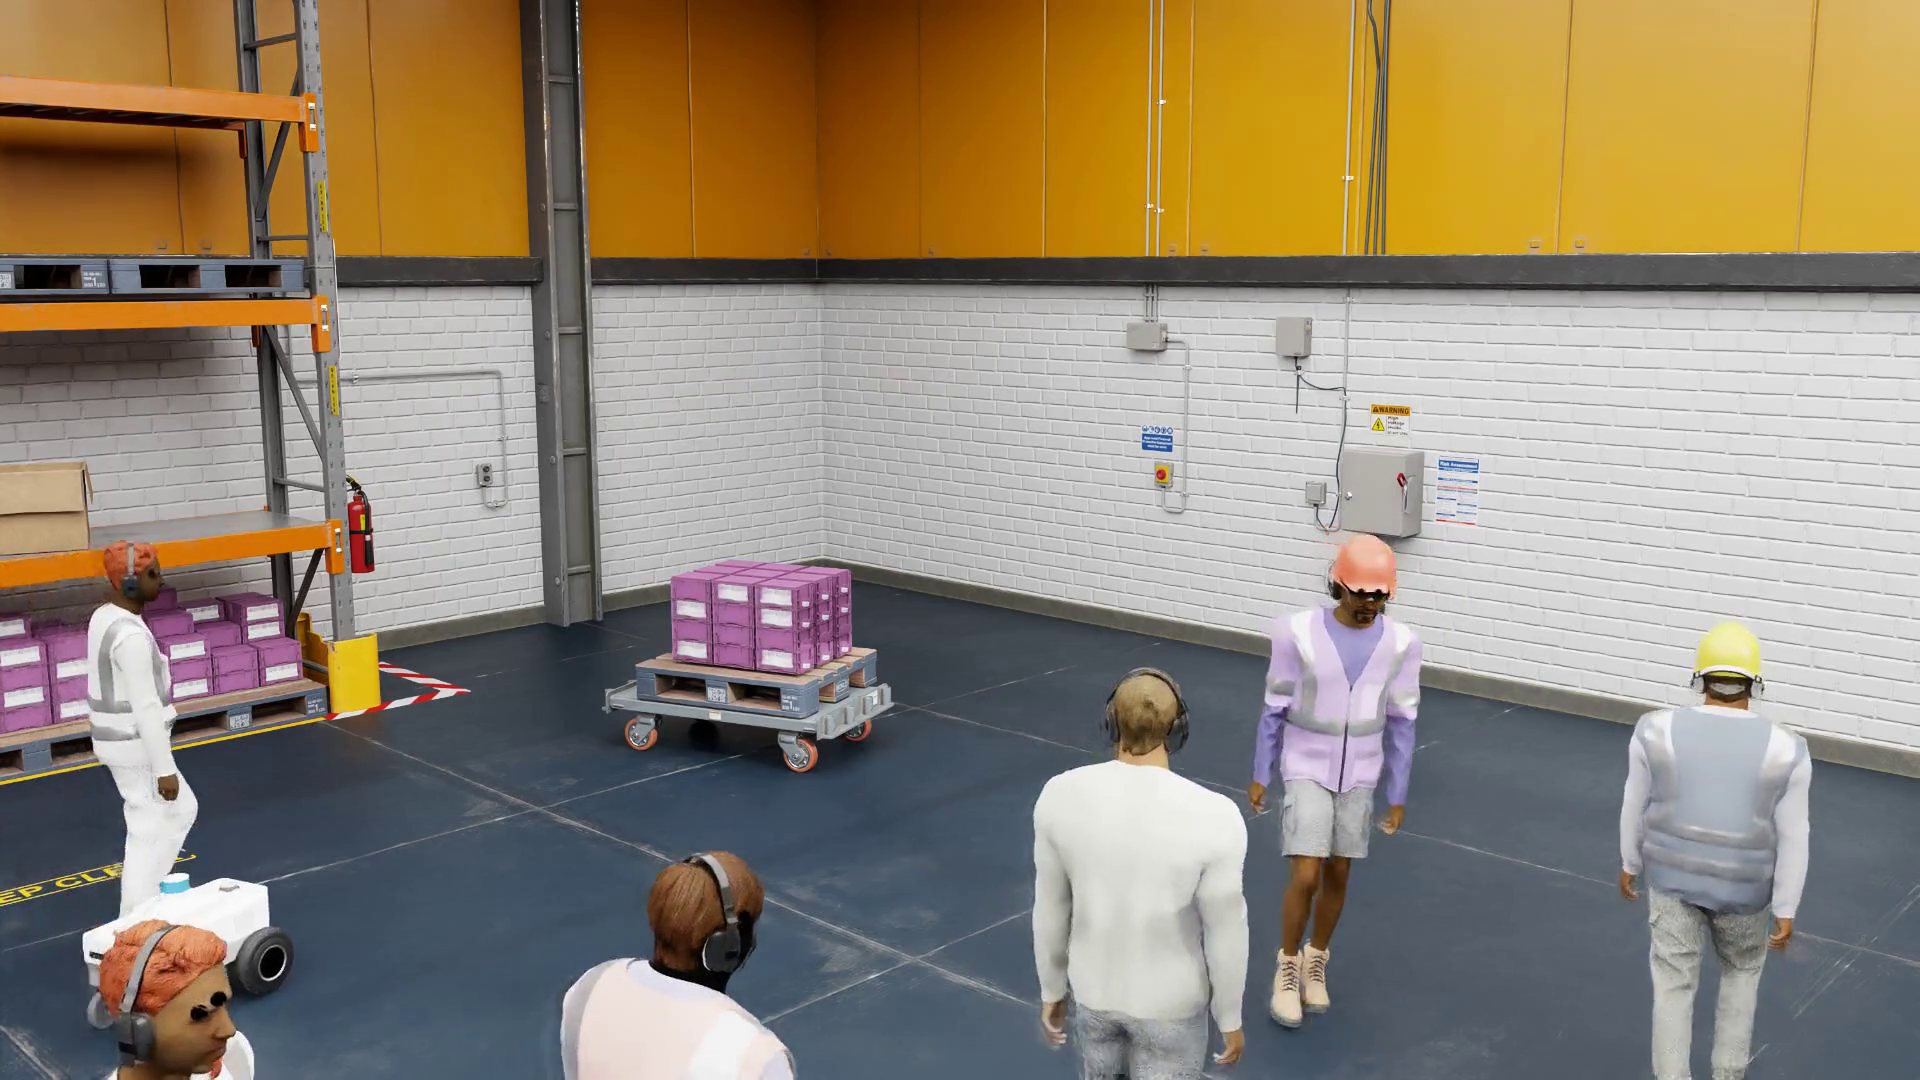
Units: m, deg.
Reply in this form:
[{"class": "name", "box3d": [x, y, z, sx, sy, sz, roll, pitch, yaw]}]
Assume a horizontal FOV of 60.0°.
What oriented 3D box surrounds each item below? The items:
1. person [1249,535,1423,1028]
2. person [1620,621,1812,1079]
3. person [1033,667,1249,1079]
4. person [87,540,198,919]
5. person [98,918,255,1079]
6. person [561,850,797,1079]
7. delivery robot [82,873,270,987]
[{"class": "person", "box3d": [1.509, 0.962, 6.656, 0.659, 2.001, 0.619, -1, 9, -4]}, {"class": "person", "box3d": [2.660, 1.177, 5.908, 0.613, 1.809, 0.628, 5, 10, 26]}, {"class": "person", "box3d": [0.505, 1.314, 4.749, 0.629, 1.925, 0.480, 5, 11, 30]}, {"class": "person", "box3d": [-3.568, 0.918, 7.325, 0.471, 1.862, 0.608, -7, 11, -35]}, {"class": "person", "box3d": [-1.615, 1.602, 3.170, 0.693, 1.863, 0.596, 1, 9, 5]}, {"class": "person", "box3d": [-0.565, 1.552, 3.547, 0.656, 1.829, 0.433, 8, 12, 39]}, {"class": "delivery robot", "box3d": [-3.196, 1.610, 6.809, 0.477, 0.478, 0.707, 4, 10, 24]}]
